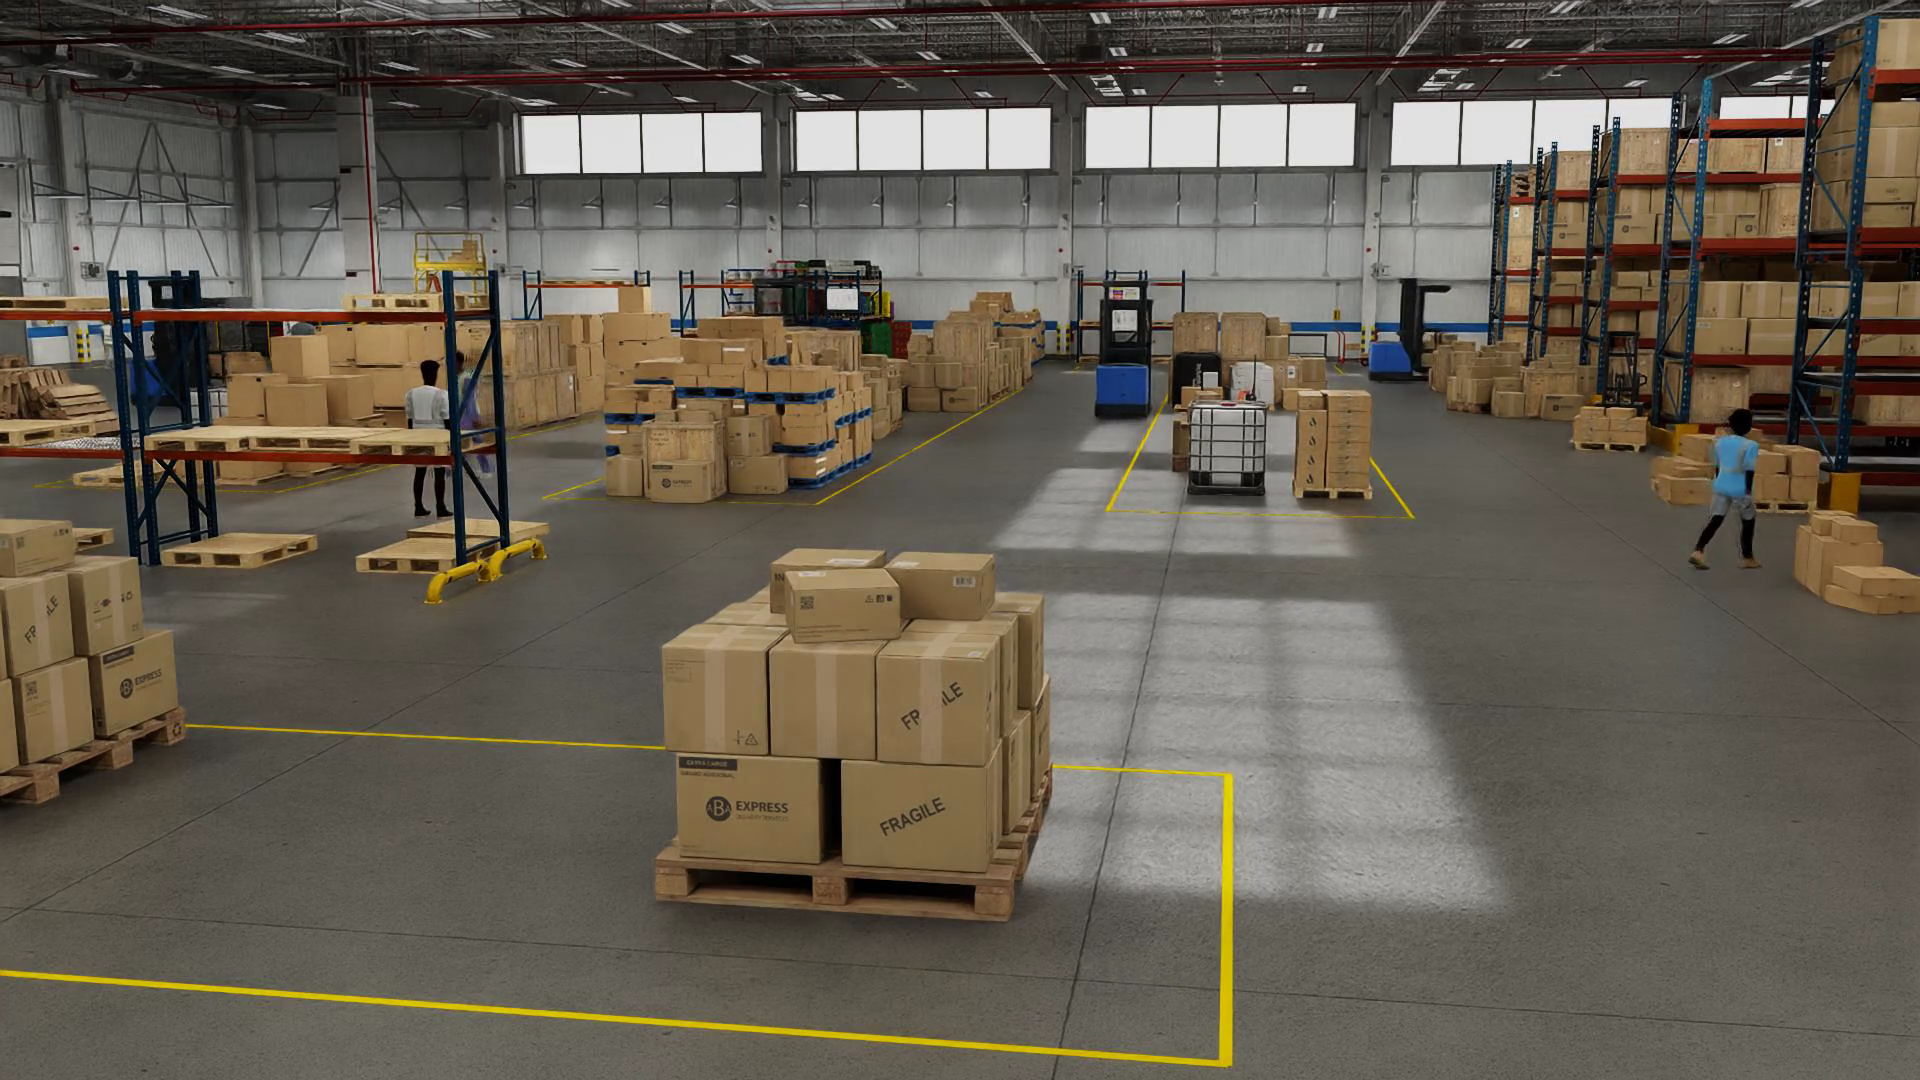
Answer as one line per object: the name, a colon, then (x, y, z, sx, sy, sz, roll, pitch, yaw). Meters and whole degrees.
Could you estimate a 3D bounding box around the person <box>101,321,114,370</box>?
person: (-25.960, -6.004, 50.861, 0.535, 1.596, 0.798, 0, 9, 0)

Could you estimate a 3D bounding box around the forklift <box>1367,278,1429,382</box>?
forklift: (12.036, -5.668, 44.872, 1.873, 2.768, 1.129, 1, 9, 9)

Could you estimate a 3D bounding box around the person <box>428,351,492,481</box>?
person: (-7.267, -1.796, 24.085, 0.971, 1.868, 0.603, -5, 10, -27)

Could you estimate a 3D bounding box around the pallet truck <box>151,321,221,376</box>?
pallet truck: (-21.869, -5.598, 47.154, 0.823, 1.965, 1.885, 4, 10, 26)

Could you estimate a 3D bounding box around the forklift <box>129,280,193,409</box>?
forklift: (-17.241, -4.314, 36.523, 1.873, 2.768, 1.129, 4, 10, 23)

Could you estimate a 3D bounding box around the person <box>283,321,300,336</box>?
person: (-20.024, -5.989, 49.918, 0.352, 1.881, 0.576, 9, 13, 43)

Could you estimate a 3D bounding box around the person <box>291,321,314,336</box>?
person: (-17.228, -5.009, 43.702, 0.627, 1.940, 0.371, 1, 9, 3)

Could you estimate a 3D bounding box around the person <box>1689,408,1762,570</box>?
person: (7.767, -0.507, 16.791, 0.844, 1.664, 0.537, -4, 10, -22)

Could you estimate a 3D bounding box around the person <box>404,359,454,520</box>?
person: (-6.477, -1.227, 20.343, 0.605, 1.956, 0.392, 2, 10, 15)

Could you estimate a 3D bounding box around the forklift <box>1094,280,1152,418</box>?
forklift: (3.406, -3.986, 34.495, 1.129, 2.768, 1.873, 1, 9, 9)

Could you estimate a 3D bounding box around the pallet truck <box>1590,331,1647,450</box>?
pallet truck: (11.253, -2.573, 28.499, 0.823, 1.965, 1.885, 5, 10, 27)

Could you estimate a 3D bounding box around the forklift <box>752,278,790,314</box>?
forklift: (-4.845, -5.347, 42.890, 1.129, 2.768, 1.873, -4, 10, -26)
